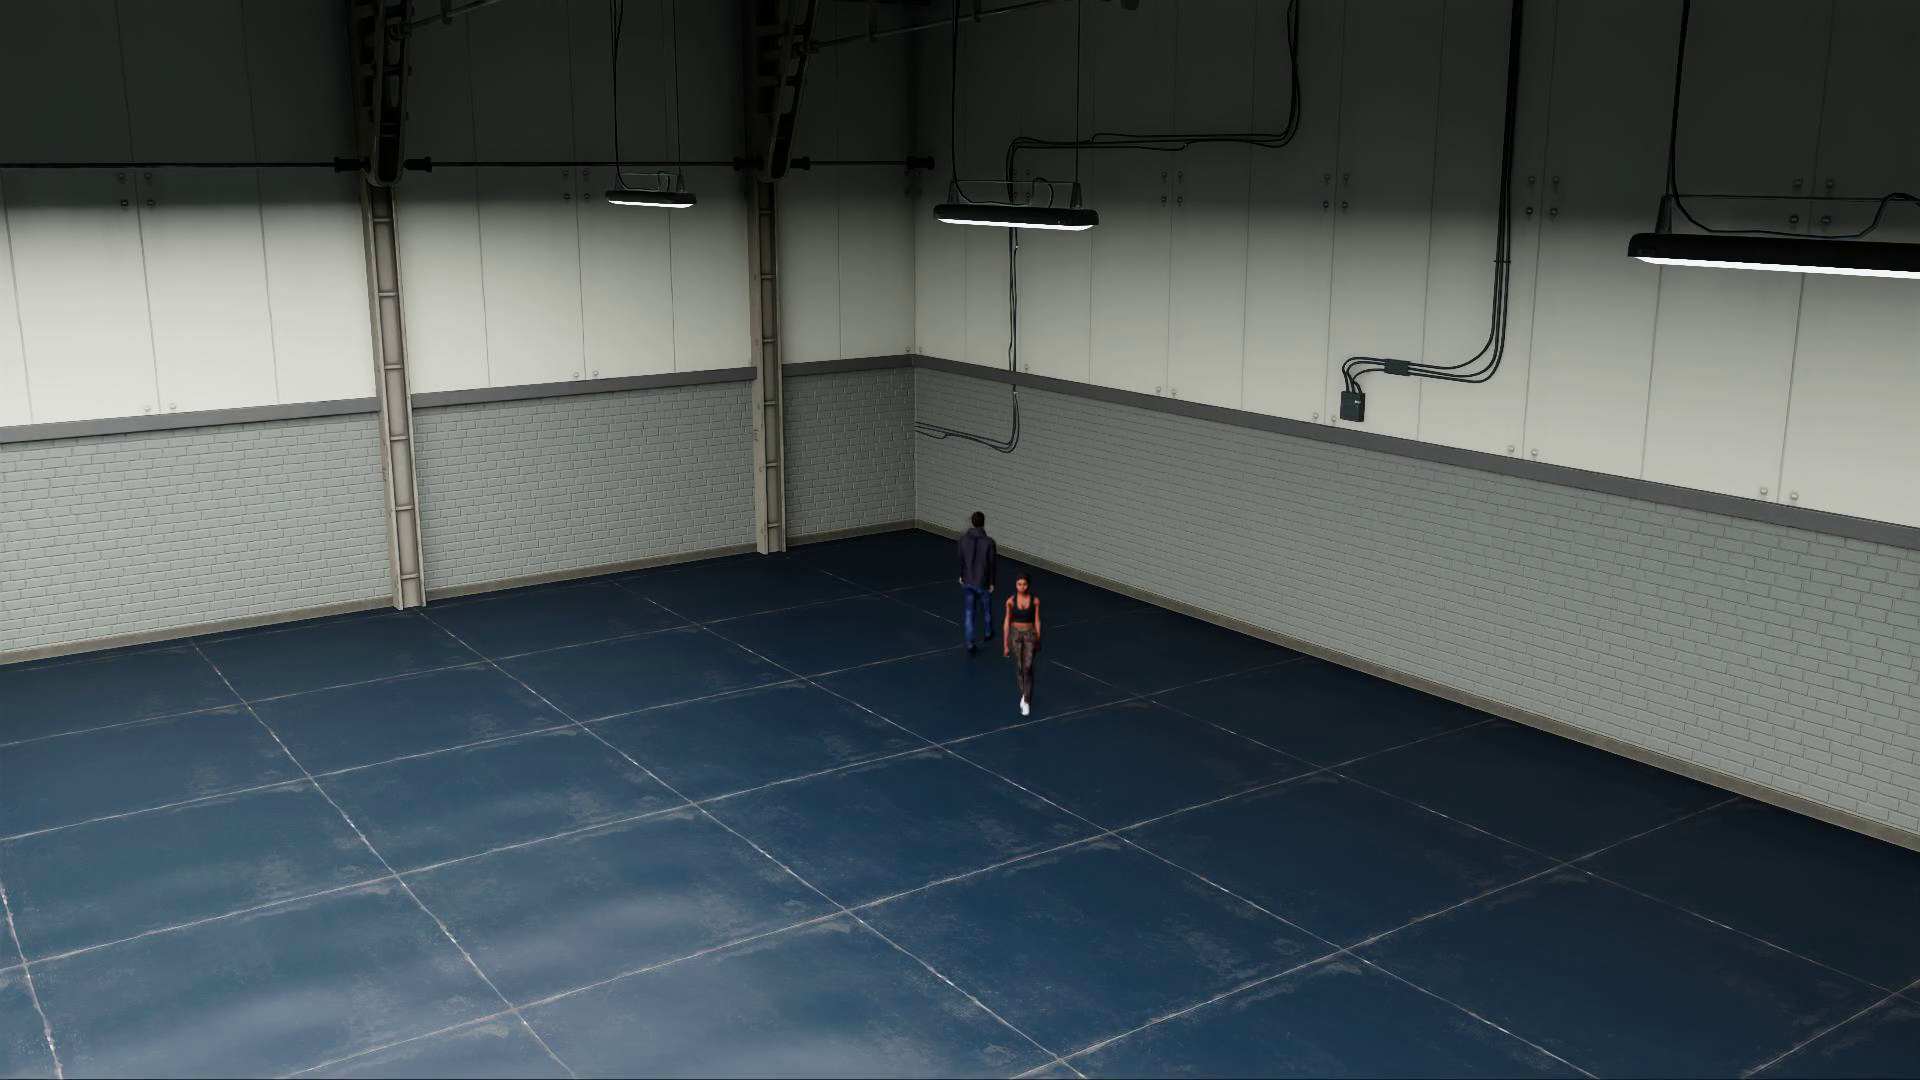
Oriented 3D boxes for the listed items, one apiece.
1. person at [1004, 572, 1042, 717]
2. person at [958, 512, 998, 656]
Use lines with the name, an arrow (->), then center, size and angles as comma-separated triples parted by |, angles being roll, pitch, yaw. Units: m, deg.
person -> 0.756, 1.180, 19.674 | 0.942, 1.673, 0.985 | 2, 13, 8
person -> 0.190, 0.598, 21.796 | 1.110, 1.849, 1.205 | 3, 13, 13
